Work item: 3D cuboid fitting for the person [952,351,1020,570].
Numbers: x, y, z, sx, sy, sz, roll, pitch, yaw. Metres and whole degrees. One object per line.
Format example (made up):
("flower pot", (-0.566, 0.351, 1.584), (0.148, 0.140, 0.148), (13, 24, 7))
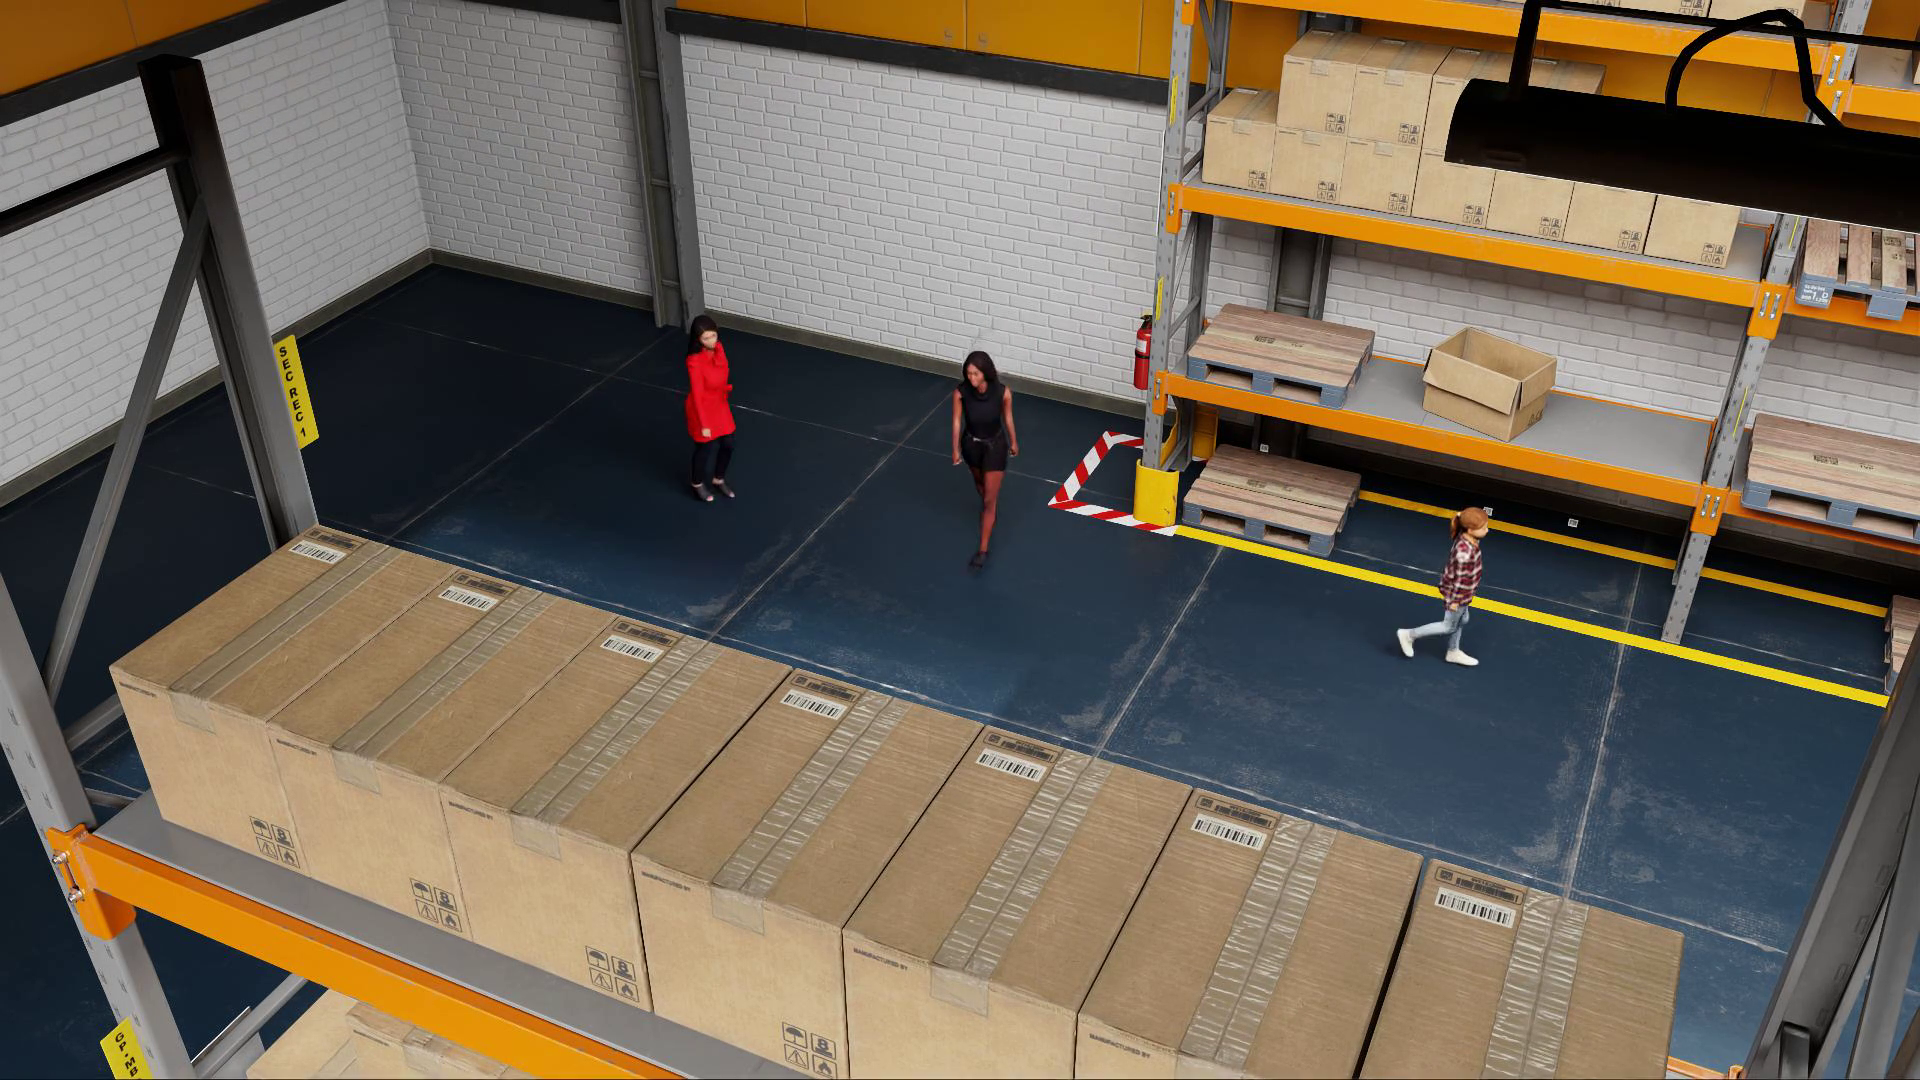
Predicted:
("person", (0.202, -0.702, 12.635), (1.218, 1.683, 0.953), (2, 34, 3))

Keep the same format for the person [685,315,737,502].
("person", (-2.030, -1.018, 13.088), (0.685, 1.708, 0.633), (10, 35, 15))

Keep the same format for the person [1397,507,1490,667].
("person", (3.363, 0.315, 11.457), (0.803, 1.292, 0.558), (12, 35, 17))
